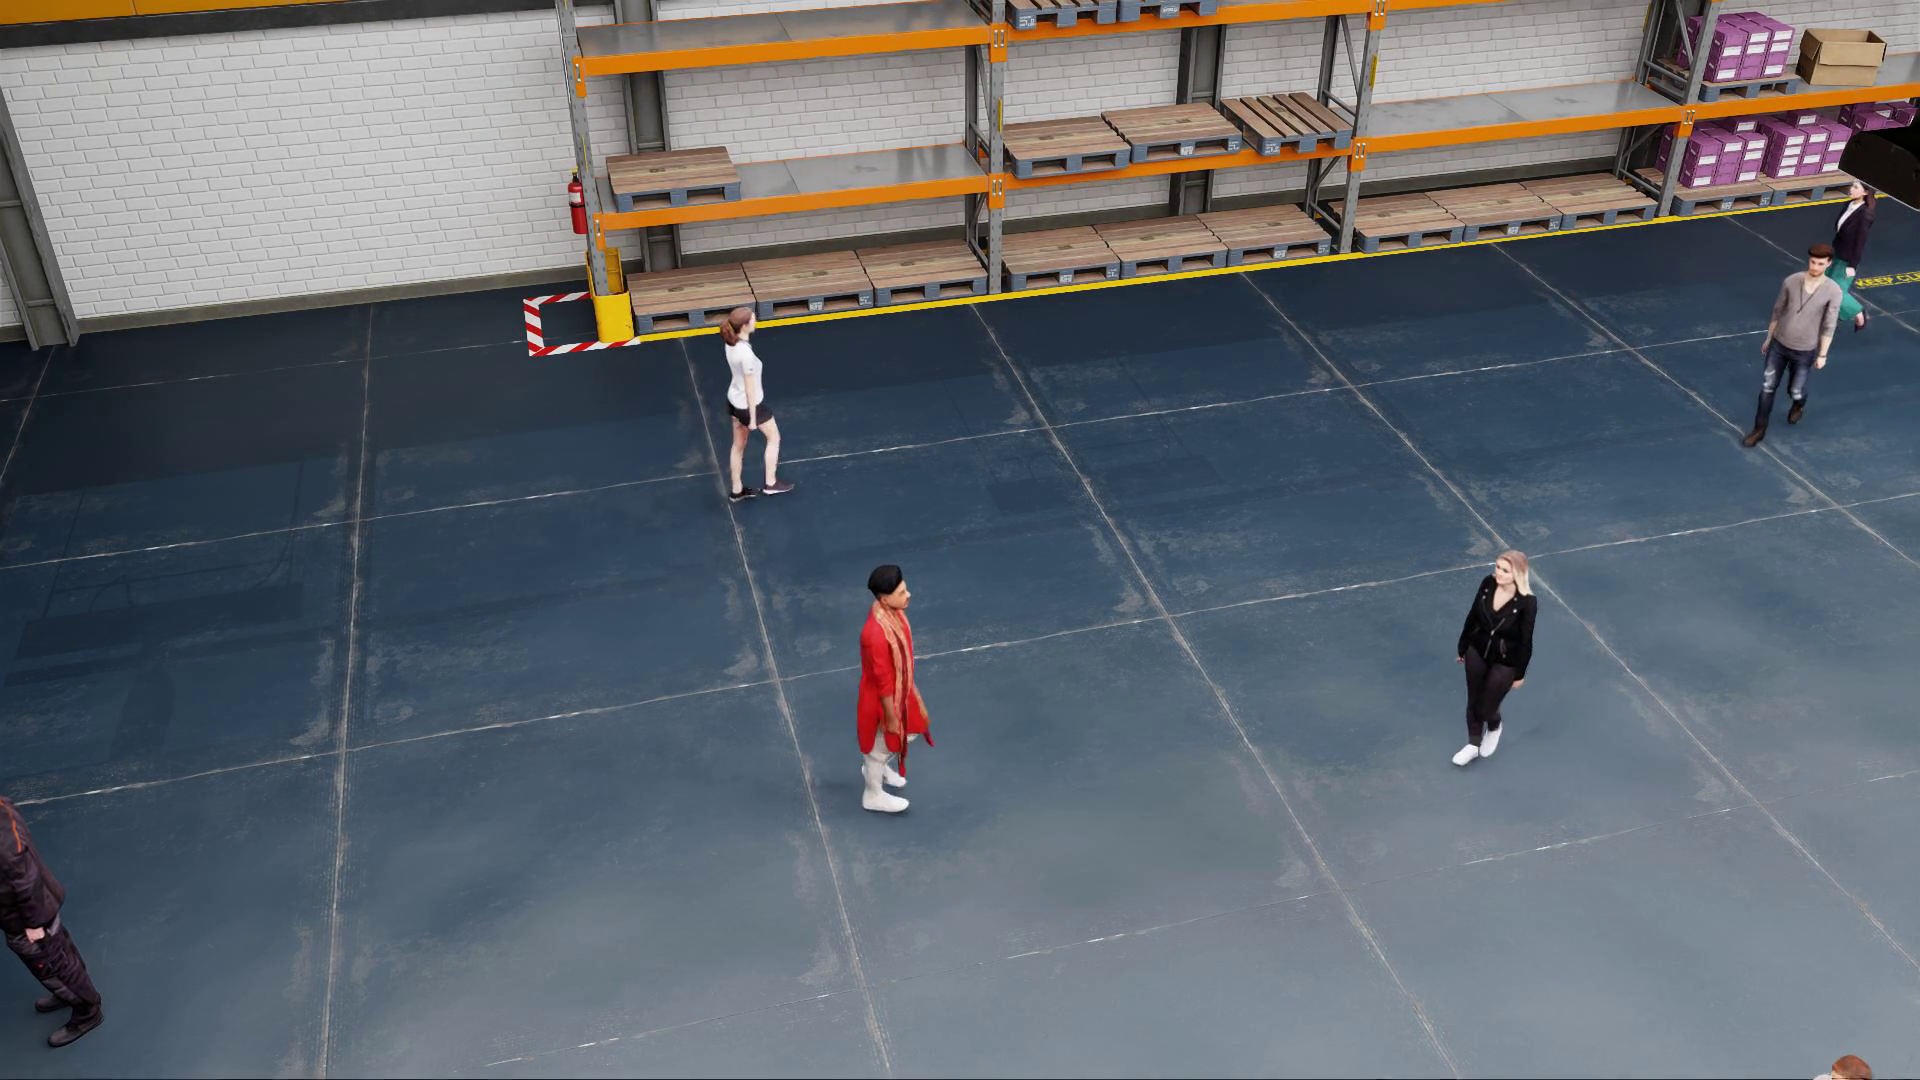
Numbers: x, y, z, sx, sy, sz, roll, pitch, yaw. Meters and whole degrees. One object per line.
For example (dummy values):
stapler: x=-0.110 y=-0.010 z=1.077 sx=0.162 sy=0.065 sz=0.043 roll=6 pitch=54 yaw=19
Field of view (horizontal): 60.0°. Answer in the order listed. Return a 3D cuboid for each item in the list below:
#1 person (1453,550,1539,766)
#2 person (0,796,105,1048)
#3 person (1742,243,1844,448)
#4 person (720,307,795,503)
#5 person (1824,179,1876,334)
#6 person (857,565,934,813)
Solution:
person: x=3.541 y=0.760 z=10.872 sx=0.763 sy=1.671 sz=0.733 roll=-24 pitch=41 yaw=-32
person: x=-5.021 y=1.937 z=8.936 sx=0.735 sy=1.855 sz=0.792 roll=-21 pitch=39 yaw=-29
person: x=7.248 y=-1.704 z=14.389 sx=0.993 sy=1.881 sz=1.124 roll=27 pitch=42 yaw=35
person: x=-1.820 y=-1.065 z=13.561 sx=0.842 sy=1.734 sz=0.723 roll=-24 pitch=40 yaw=-32
person: x=8.547 y=-2.662 z=15.974 sx=0.916 sy=1.723 sz=0.689 roll=-3 pitch=34 yaw=-5
person: x=-0.565 y=0.930 z=10.436 sx=0.892 sy=1.871 sz=0.845 roll=8 pitch=35 yaw=12
